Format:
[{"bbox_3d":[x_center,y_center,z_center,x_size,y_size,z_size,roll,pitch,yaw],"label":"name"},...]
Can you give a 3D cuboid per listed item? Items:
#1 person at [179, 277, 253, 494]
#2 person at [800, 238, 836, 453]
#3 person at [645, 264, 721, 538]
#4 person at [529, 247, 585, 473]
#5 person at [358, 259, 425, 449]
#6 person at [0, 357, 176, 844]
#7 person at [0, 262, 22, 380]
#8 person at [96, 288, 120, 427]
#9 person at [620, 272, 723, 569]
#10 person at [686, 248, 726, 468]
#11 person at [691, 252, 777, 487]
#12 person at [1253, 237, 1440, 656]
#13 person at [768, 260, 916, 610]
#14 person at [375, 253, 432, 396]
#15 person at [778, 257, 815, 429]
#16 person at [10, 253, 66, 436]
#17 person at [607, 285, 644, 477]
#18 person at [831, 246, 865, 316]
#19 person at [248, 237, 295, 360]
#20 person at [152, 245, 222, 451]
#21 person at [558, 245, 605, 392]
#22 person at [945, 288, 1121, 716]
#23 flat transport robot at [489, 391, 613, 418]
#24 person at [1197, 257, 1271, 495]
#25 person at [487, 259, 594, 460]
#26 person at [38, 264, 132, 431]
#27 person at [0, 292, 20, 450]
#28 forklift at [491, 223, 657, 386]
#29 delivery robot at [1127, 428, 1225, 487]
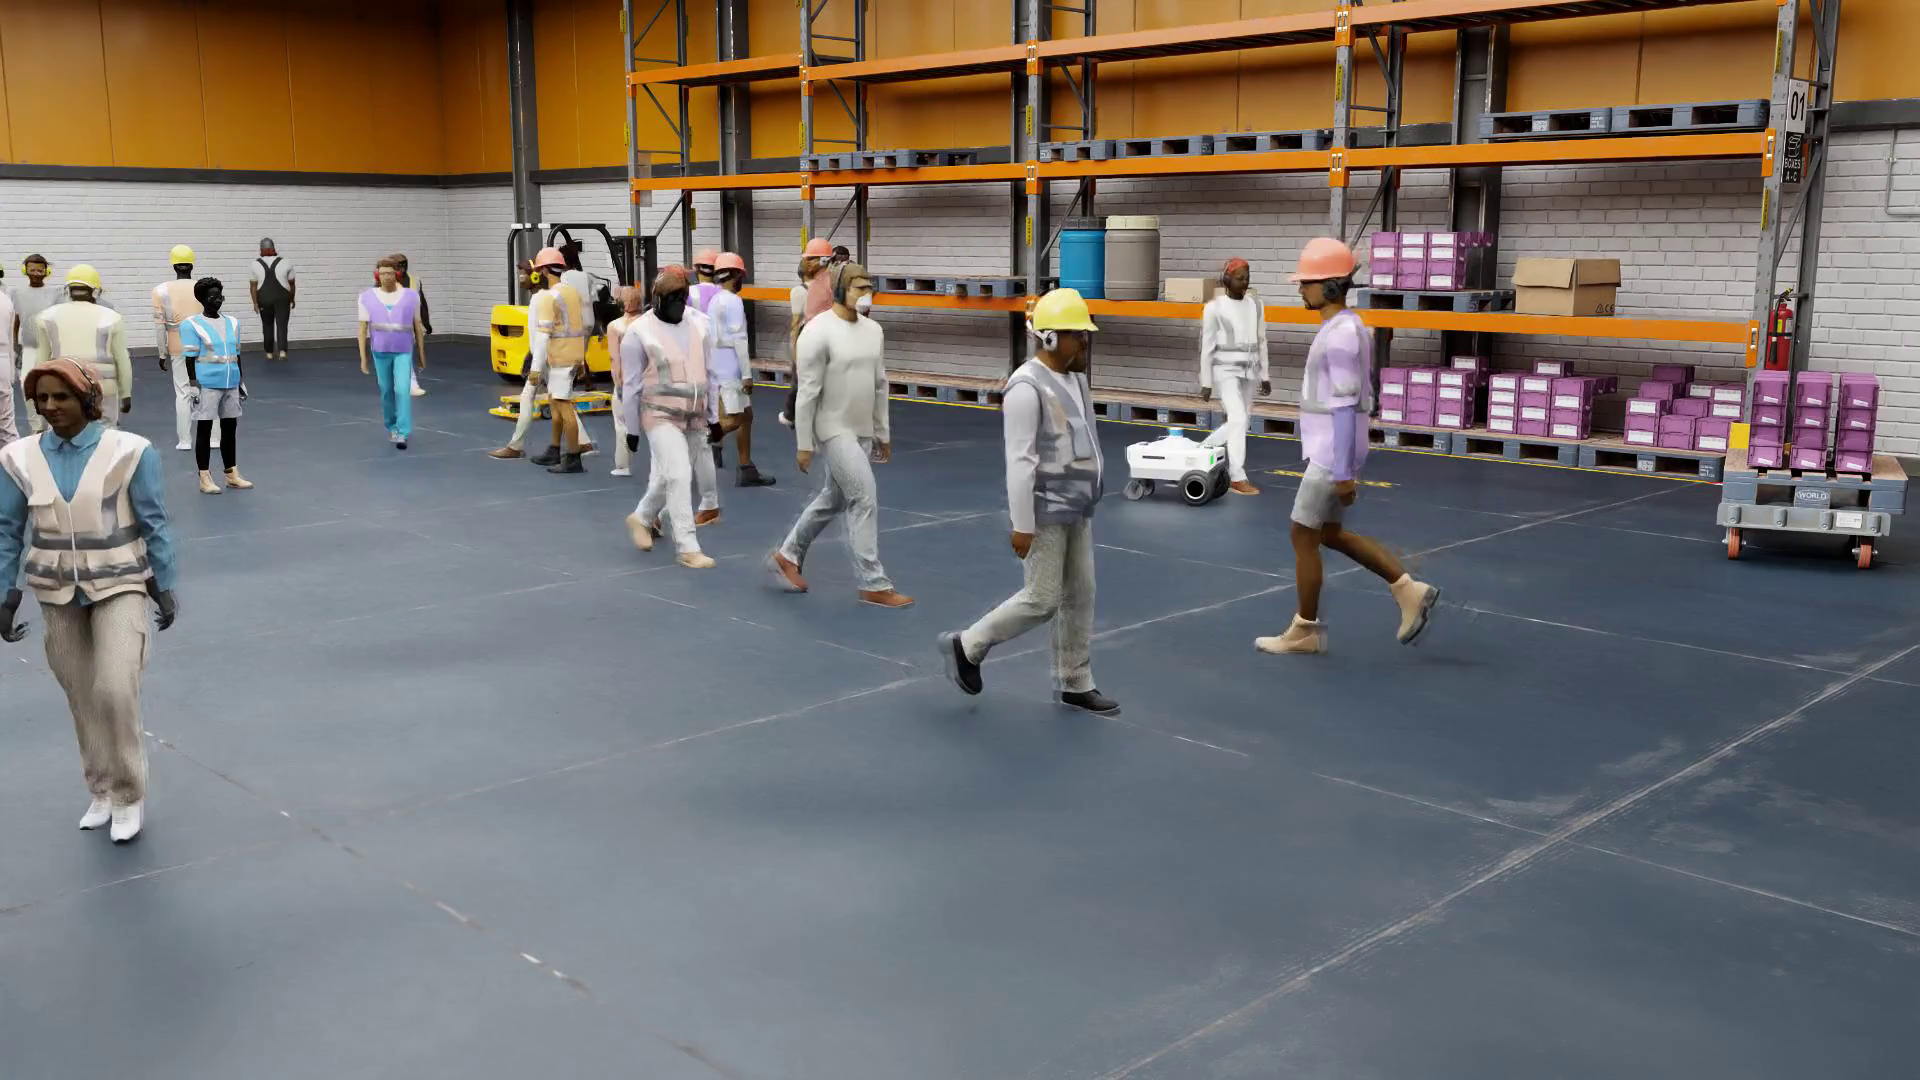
[{"bbox_3d":[-5.869,-1.217,13.120,0.318,1.697,0.528,5,12,27],"label":"person"},{"bbox_3d":[-1.289,-1.809,15.534,0.395,1.992,0.622,-5,12,-27],"label":"person"},{"bbox_3d":[-1.909,-0.939,11.247,0.589,1.832,0.929,5,11,24],"label":"person"},{"bbox_3d":[-3.527,-1.528,14.211,0.671,1.915,0.595,2,11,11],"label":"person"},{"bbox_3d":[-5.439,-1.783,15.944,0.576,1.803,0.945,-3,11,-15],"label":"person"},{"bbox_3d":[-2.929,0.211,5.532,0.538,1.619,0.568,-1,10,-7],"label":"person"},{"bbox_3d":[-13.266,-3.026,22.961,0.880,1.698,0.490,4,11,20],"label":"person"},{"bbox_3d":[-9.063,-1.968,17.445,0.387,1.620,0.502,3,11,17],"label":"person"},{"bbox_3d":[-1.837,-0.756,10.327,0.894,1.811,0.615,9,13,39],"label":"person"},{"bbox_3d":[-2.272,-1.604,14.637,0.581,1.906,0.762,-7,13,-35],"label":"person"},{"bbox_3d":[-1.918,-1.348,13.295,0.786,1.898,0.578,-4,11,-20],"label":"person"},{"bbox_3d":[1.855,-0.412,7.879,0.781,2.019,0.633,3,11,16],"label":"person"},{"bbox_3d":[-0.694,-0.587,9.169,0.986,1.902,0.635,6,12,31],"label":"person"},{"bbox_3d":[-7.140,-2.762,21.276,0.926,1.804,0.623,7,13,34],"label":"person"},{"bbox_3d":[-1.570,-2.008,17.138,0.508,1.796,0.952,-6,12,-29],"label":"person"},{"bbox_3d":[-8.904,-1.831,16.065,0.535,1.842,0.616,-3,11,-15],"label":"person"},{"bbox_3d":[-2.658,-1.303,13.802,0.507,1.615,0.706,-9,14,-42],"label":"person"},{"bbox_3d":[-1.184,-1.916,16.326,0.589,1.920,0.399,-6,12,-30],"label":"person"},{"bbox_3d":[-11.180,-3.949,27.080,0.684,2.000,0.993,-3,11,-17],"label":"person"},{"bbox_3d":[-7.244,-1.799,15.656,0.588,1.930,0.364,-6,12,-28],"label":"person"},{"bbox_3d":[-4.709,-2.619,20.208,1.057,1.892,0.619,10,14,43],"label":"person"},{"bbox_3d":[0.320,-0.151,7.009,0.673,1.814,0.600,5,12,27],"label":"person"},{"bbox_3d":[-4.492,-1.530,18.718,1.431,0.197,0.652,-9,13,-39],"label":"flat transport robot"},{"bbox_3d":[2.134,-1.314,13.226,0.578,1.854,0.822,-7,13,-34],"label":"person"},{"bbox_3d":[-3.798,-1.626,15.059,0.957,1.814,0.512,-2,11,-10],"label":"person"},{"bbox_3d":[-6.449,-1.119,12.277,0.641,1.814,0.500,-3,11,-15],"label":"person"},{"bbox_3d":[-7.333,-1.194,12.422,0.400,1.907,0.644,1,10,7],"label":"person"},{"bbox_3d":[-5.316,-3.263,22.920,2.313,2.155,1.214,-10,14,-44],"label":"forklift"},{"bbox_3d":[1.643,-0.613,12.685,0.707,0.478,0.477,5,11,24],"label":"delivery robot"}]
